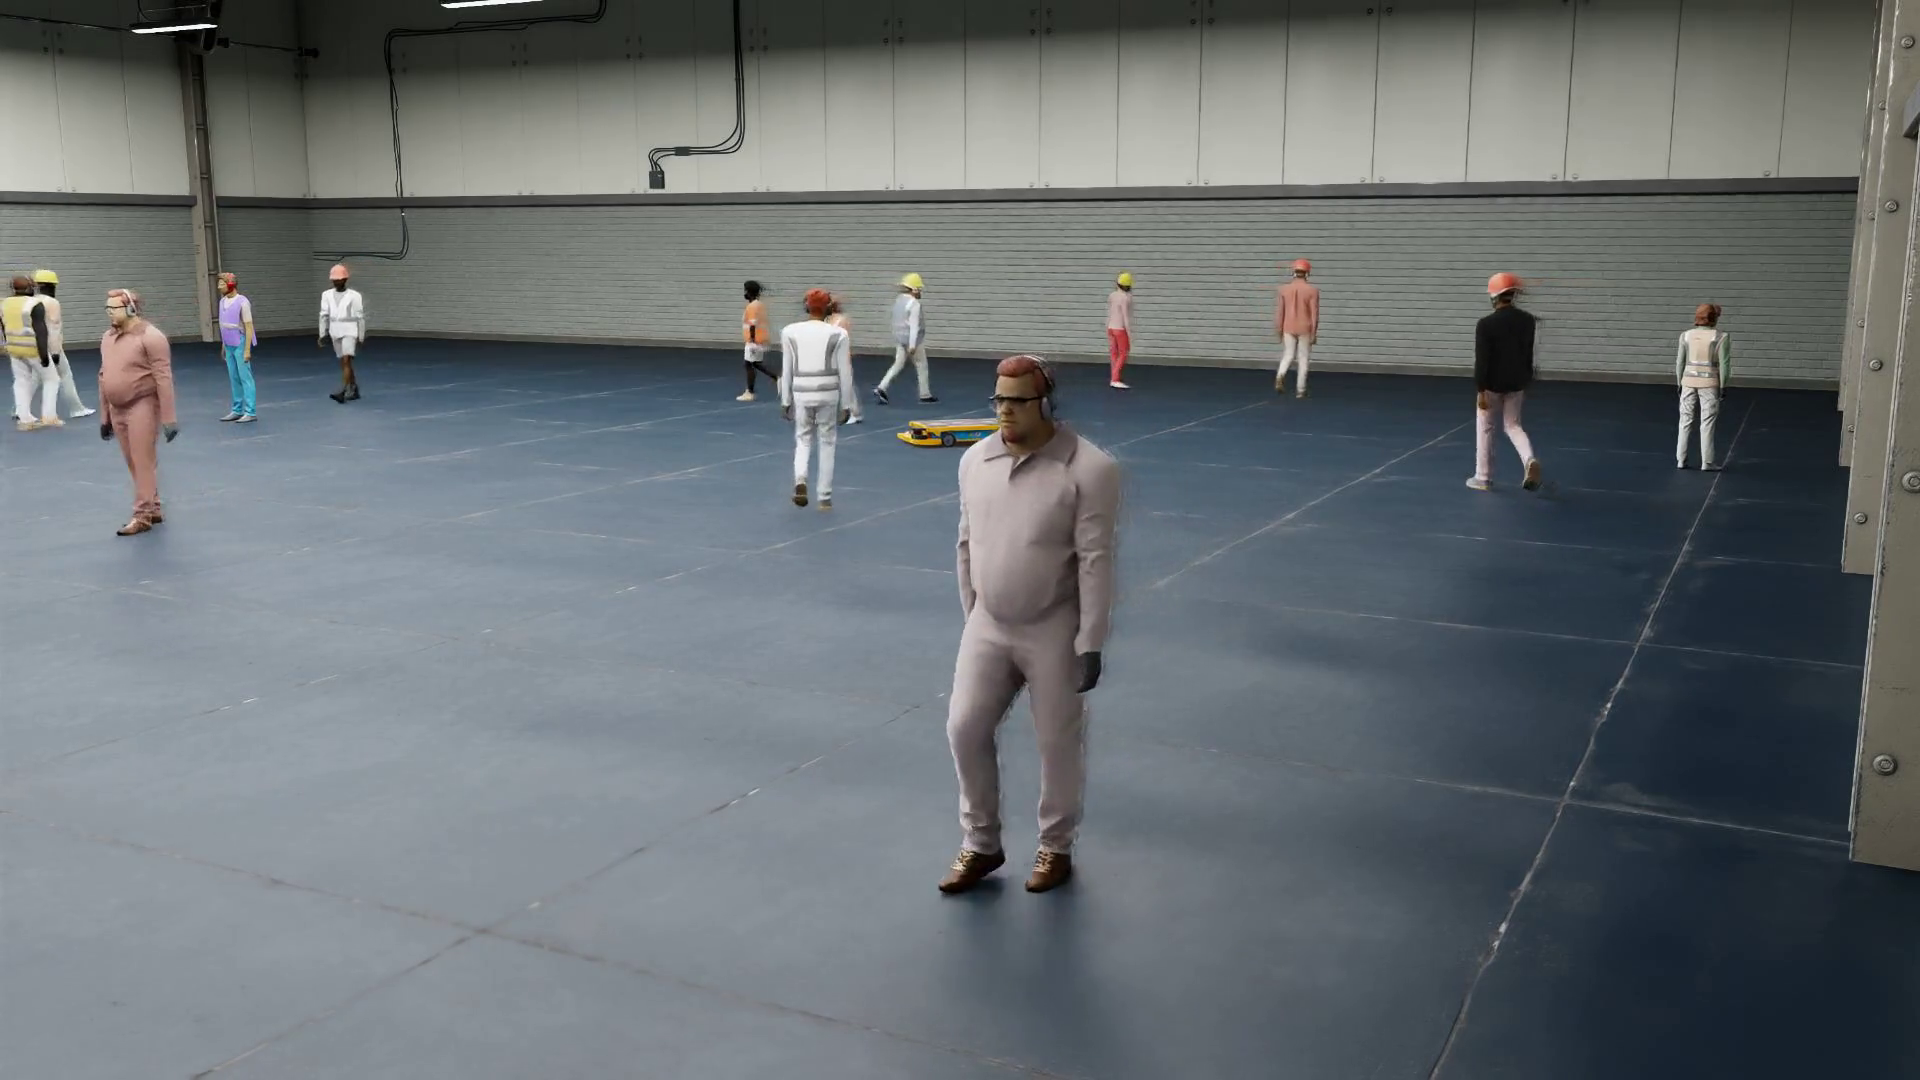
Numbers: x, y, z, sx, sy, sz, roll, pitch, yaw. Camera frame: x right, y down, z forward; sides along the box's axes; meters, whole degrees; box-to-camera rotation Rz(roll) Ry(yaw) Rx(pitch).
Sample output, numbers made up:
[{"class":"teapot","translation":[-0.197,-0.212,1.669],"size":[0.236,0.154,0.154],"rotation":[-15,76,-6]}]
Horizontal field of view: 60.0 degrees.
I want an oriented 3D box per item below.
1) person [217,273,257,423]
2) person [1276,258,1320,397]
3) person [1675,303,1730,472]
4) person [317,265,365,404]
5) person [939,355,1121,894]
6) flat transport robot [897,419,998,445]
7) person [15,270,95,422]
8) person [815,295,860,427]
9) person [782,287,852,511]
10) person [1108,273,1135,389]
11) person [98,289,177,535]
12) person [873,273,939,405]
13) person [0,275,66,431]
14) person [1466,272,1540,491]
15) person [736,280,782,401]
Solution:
[{"class":"person","translation":[-8.893,-2.365,20.488],"size":[0.564,1.840,0.396],"rotation":[8,13,37]},{"class":"person","translation":[4.747,-2.974,23.457],"size":[0.617,1.977,0.647],"rotation":[7,13,35]},{"class":"person","translation":[7.245,-1.487,16.259],"size":[0.315,1.636,0.515],"rotation":[-8,13,-38]},{"class":"person","translation":[-8.526,-2.828,22.905],"size":[0.556,1.875,1.013],"rotation":[1,10,8]},{"class":"person","translation":[0.213,0.320,5.723],"size":[0.657,1.889,0.634],"rotation":[5,12,27]},{"class":"flat transport robot","translation":[0.079,-1.210,18.472],"size":[1.431,0.197,0.652],"rotation":[-3,11,-18]},{"class":"person","translation":[-11.367,-2.410,20.676],"size":[0.600,1.879,1.040],"rotation":[5,11,25]},{"class":"person","translation":[-1.533,-2.154,20.053],"size":[0.510,1.589,0.913],"rotation":[8,13,36]},{"class":"person","translation":[-1.198,-1.151,13.788],"size":[0.601,1.868,0.501],"rotation":[2,11,8]},{"class":"person","translation":[2.387,-3.128,24.971],"size":[0.375,1.726,0.568],"rotation":[-4,11,-20]},{"class":"person","translation":[-6.445,-1.000,12.948],"size":[0.689,1.904,0.502],"rotation":[5,11,25]},{"class":"person","translation":[-0.745,-2.722,22.583],"size":[0.886,1.797,0.582],"rotation":[-7,12,-32]},{"class":"person","translation":[-10.975,-2.214,19.719],"size":[0.650,1.820,0.614],"rotation":[3,11,16]},{"class":"person","translation":[4.864,-1.390,14.802],"size":[0.617,1.970,0.761],"rotation":[-3,11,-14]},{"class":"person","translation":[-2.774,-2.765,23.091],"size":[0.634,1.684,0.541],"rotation":[1,10,4]}]
